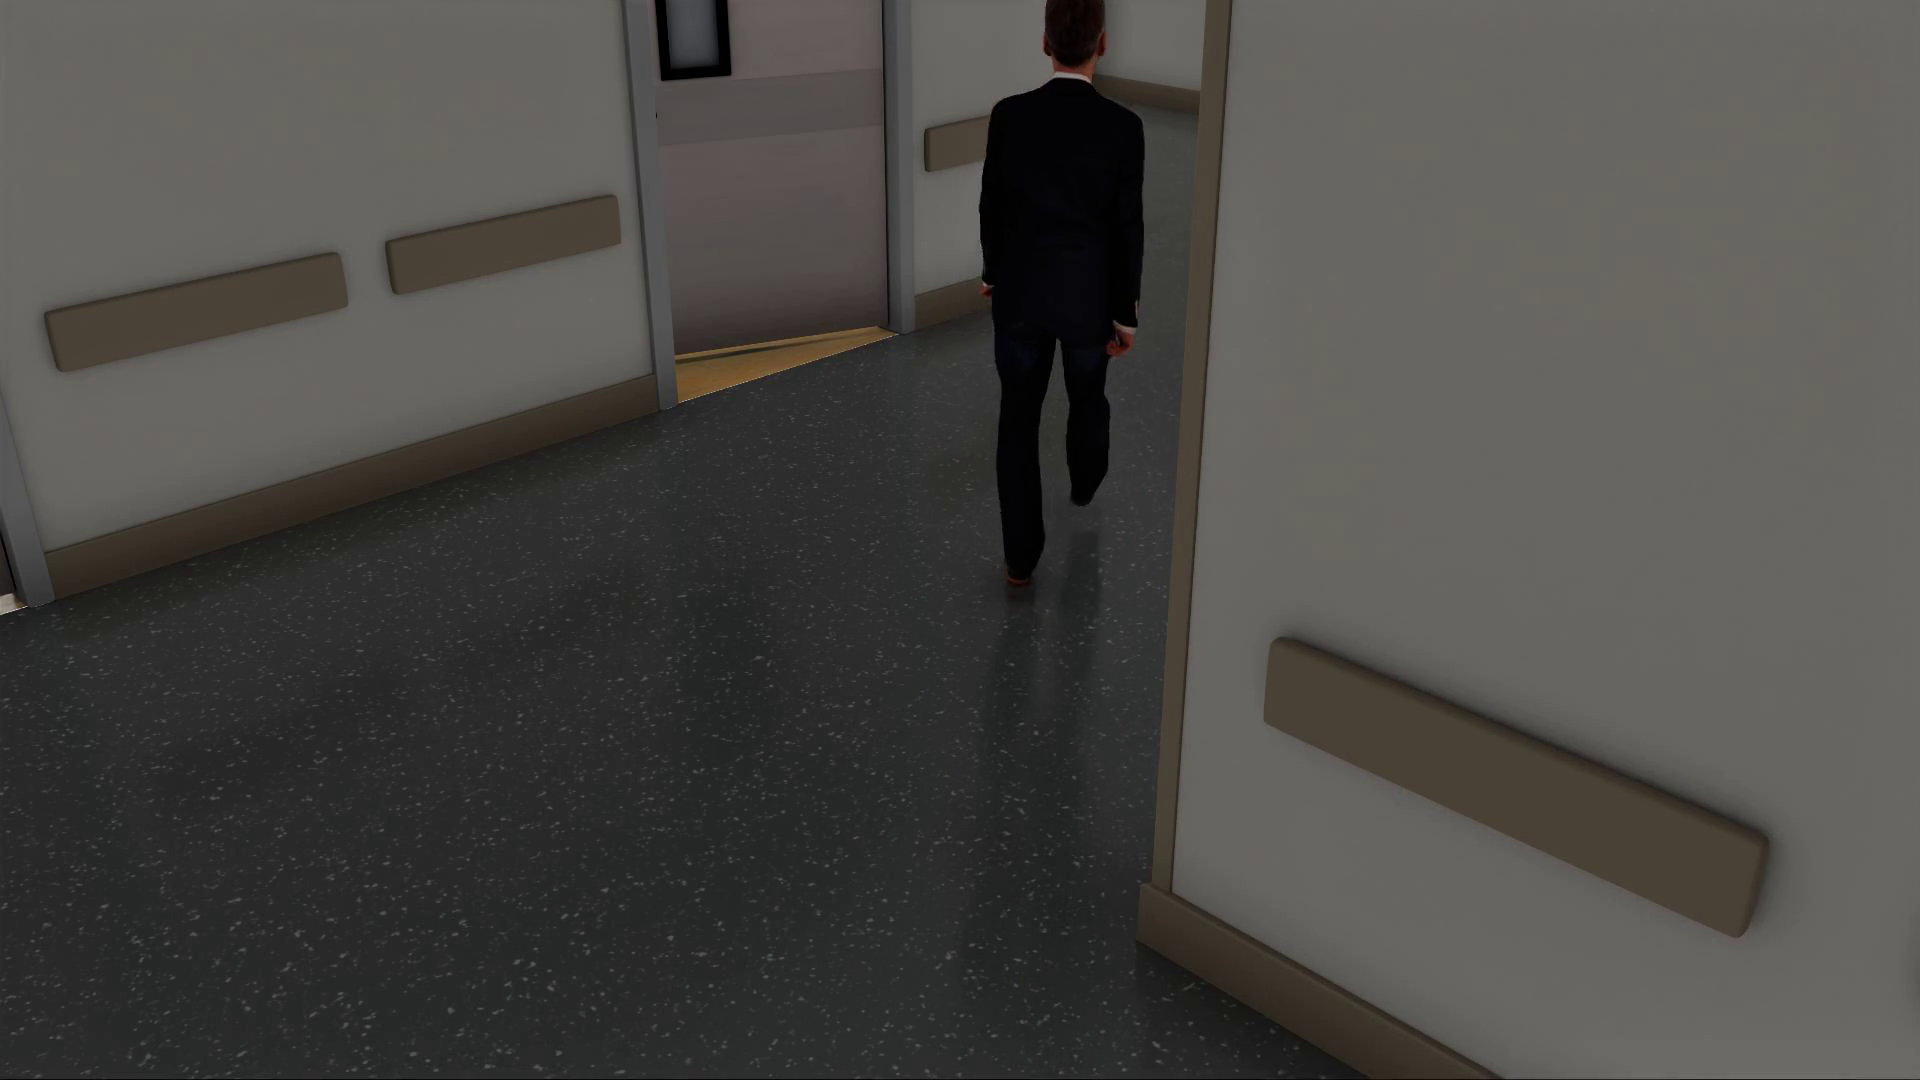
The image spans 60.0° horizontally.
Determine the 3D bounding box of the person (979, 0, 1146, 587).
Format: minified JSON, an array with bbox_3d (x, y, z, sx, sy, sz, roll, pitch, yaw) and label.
[{"bbox_3d":[0.271,-0.714,5.068,1.112,1.769,1.274,4,26,9],"label":"person"}]
